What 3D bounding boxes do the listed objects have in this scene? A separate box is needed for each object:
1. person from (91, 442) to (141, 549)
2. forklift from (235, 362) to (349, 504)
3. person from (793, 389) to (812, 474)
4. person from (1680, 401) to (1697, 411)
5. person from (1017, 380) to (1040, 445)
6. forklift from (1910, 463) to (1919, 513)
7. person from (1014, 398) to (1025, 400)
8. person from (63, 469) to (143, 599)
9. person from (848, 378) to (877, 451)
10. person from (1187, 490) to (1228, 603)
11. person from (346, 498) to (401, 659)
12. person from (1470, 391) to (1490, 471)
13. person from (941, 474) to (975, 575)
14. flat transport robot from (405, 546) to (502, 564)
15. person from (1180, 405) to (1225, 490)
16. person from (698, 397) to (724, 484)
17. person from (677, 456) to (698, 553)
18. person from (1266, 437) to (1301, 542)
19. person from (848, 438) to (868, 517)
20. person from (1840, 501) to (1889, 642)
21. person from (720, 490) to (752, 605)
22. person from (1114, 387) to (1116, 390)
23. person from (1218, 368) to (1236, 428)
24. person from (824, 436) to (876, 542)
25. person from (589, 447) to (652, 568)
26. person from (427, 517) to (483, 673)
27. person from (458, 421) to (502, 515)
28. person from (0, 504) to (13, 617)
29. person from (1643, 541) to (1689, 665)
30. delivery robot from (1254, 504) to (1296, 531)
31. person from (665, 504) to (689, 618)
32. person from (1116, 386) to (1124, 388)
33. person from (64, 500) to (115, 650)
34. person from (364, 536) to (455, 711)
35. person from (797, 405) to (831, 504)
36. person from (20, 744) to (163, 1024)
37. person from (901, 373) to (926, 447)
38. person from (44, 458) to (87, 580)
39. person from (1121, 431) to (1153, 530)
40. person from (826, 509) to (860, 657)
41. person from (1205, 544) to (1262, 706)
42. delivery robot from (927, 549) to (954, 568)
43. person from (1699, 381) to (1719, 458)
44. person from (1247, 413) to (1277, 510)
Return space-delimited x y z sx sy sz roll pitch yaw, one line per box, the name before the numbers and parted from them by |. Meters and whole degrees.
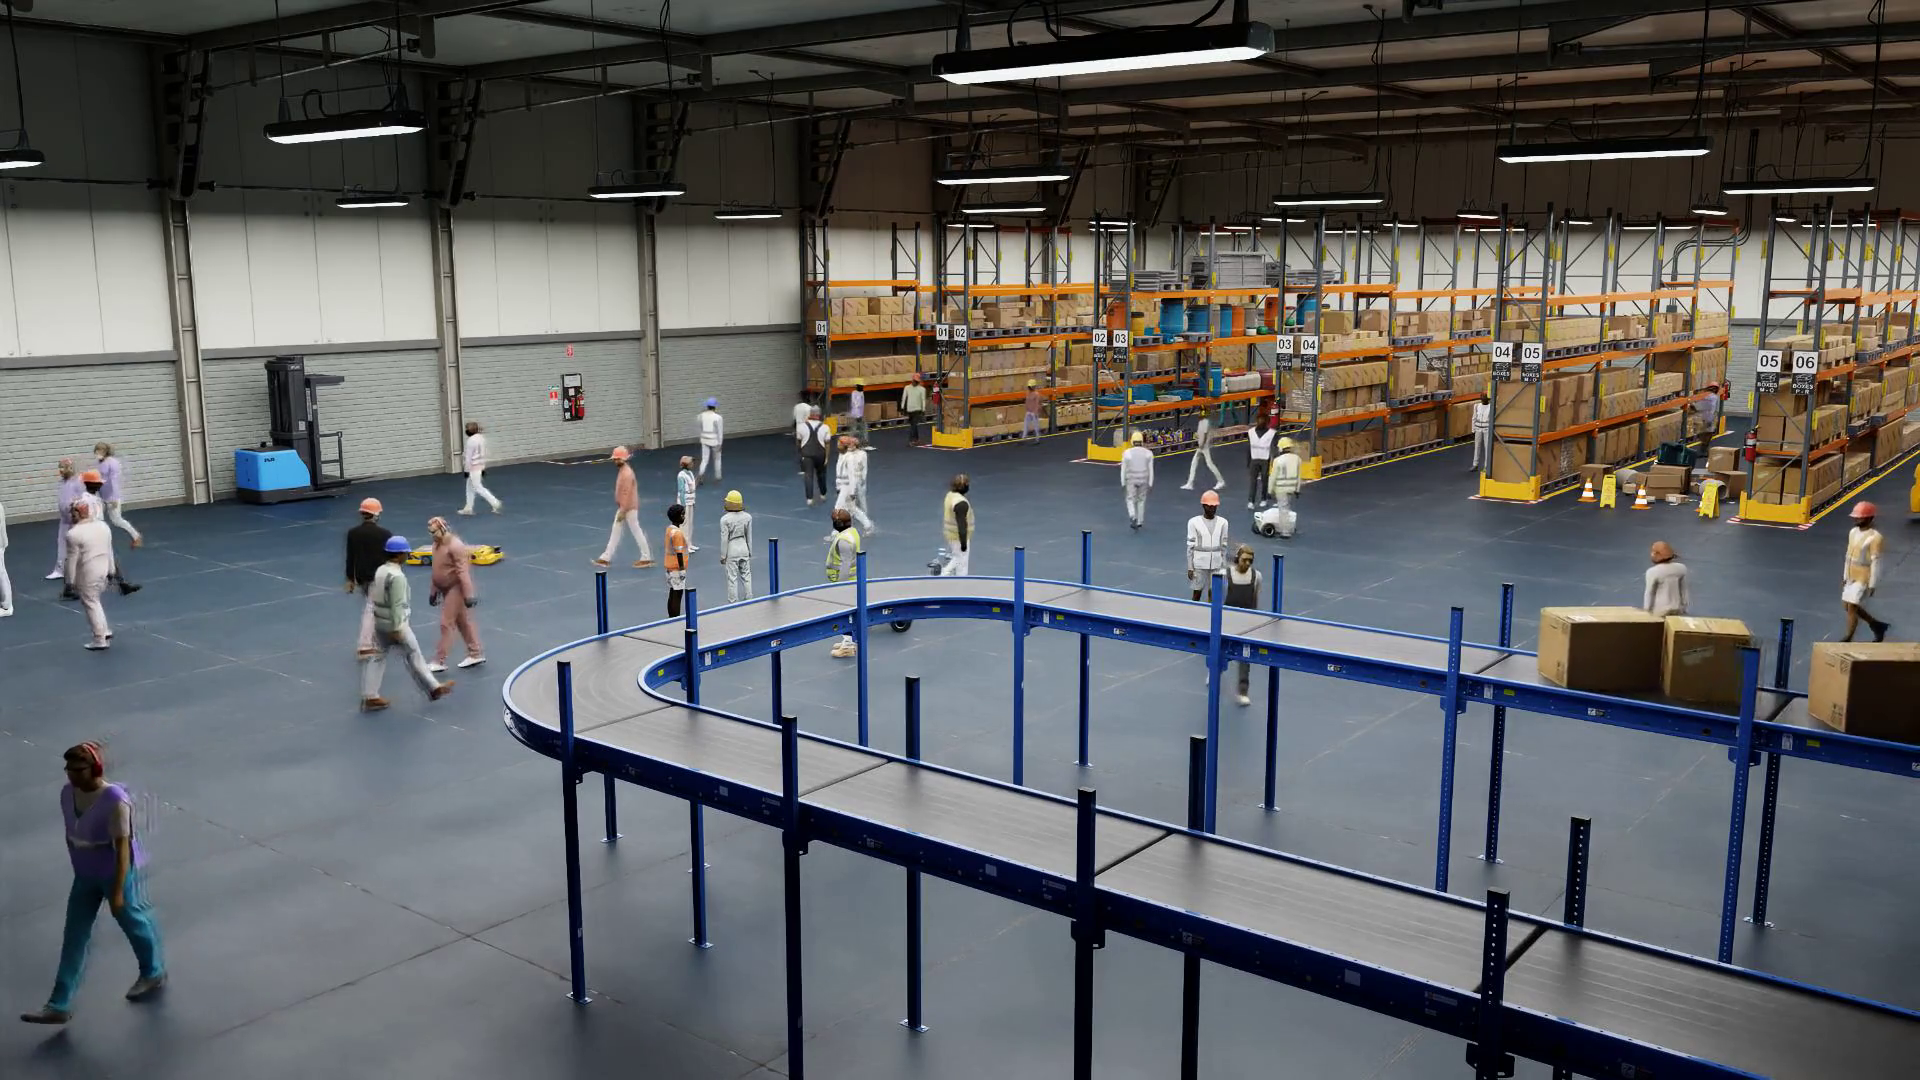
person | -14.146 -0.702 26.040 0.639 1.909 0.858 4 11 24
forklift | -13.803 -2.244 32.110 1.129 2.768 1.873 8 13 37
person | -3.504 -2.509 36.084 0.655 1.942 0.649 -10 14 -44
person | 21.261 -4.239 45.756 1.019 1.970 0.634 2 10 10
person | 1.878 -3.399 41.697 0.746 1.728 0.547 -10 14 -43
forklift | 19.034 -1.348 28.998 2.313 2.155 1.214 8 13 37
person | 1.783 -4.128 45.694 0.590 1.789 0.962 7 12 35
person | -12.542 -0.085 22.671 1.053 1.883 0.551 -2 10 -11
person | -2.528 -3.209 40.203 0.875 1.894 0.609 4 11 24
person | 3.197 0.319 20.201 0.545 1.943 0.347 -2 10 -11
person | -7.249 0.442 19.483 0.612 1.940 1.019 3 11 18
person | 12.185 -2.533 36.411 0.573 1.887 0.355 7 13 36
person | -0.045 -0.045 22.565 0.534 1.829 0.646 -3 10 -15
flat transport robot | -8.274 0.233 25.507 1.431 0.197 0.652 0 10 1
person | 5.260 -1.986 33.526 0.968 1.828 0.532 -3 10 -15
person | -5.461 -2.155 34.185 0.618 1.923 0.760 3 10 15
person | -4.589 -0.604 26.272 0.314 1.632 0.521 2 10 9
person | 5.599 -0.906 27.476 0.621 1.801 0.821 -6 12 -32
person | -1.952 -1.126 29.317 0.513 1.599 0.845 2 10 14
person | 11.269 0.458 19.490 0.735 1.919 0.557 -1 10 -4
person | -3.089 0.181 21.539 0.493 1.743 0.295 -8 13 -40
person | 5.351 -5.241 52.201 0.533 1.692 0.319 7 12 33
person | 7.924 -4.202 46.231 0.549 1.783 0.505 7 12 34
person | -1.925 -0.915 27.421 0.914 1.854 0.568 -3 10 -15
person | -5.377 -0.498 24.777 1.012 1.939 0.637 -5 11 -24
person | -6.127 0.645 18.603 0.893 1.851 0.664 -8 13 -37
person | -9.271 -1.377 30.116 0.830 1.822 0.619 -1 10 -3
person | -13.298 0.118 21.538 0.328 1.872 0.514 -4 11 -24
person | 8.257 0.821 18.299 0.525 1.608 0.412 -2 10 -14
delivery robot | 5.640 -0.393 27.958 0.707 0.478 0.477 -3 11 -14
person | -3.723 0.367 20.625 0.315 1.695 0.541 -4 11 -23
person | 5.206 -4.993 51.050 0.866 1.590 0.525 -7 12 -35
person | -10.987 0.437 19.682 0.524 1.886 0.674 2 10 13
person | -6.108 0.891 17.129 0.991 1.885 0.630 -9 14 -42
person | -2.950 -1.754 31.715 0.686 2.000 1.070 0 10 0
person | -5.579 2.194 10.056 0.594 1.789 0.970 4 11 20
person | -1.207 -3.494 41.700 0.624 1.935 1.040 3 11 17
person | -13.689 -0.352 24.223 0.647 1.865 0.980 5 11 24
person | 3.221 -1.073 28.413 0.597 1.818 0.500 -1 10 -3
person | -1.444 0.518 19.387 0.430 1.838 0.619 1 10 4
person | 3.061 0.874 17.547 0.555 1.794 0.983 0 10 -2
delivery robot | -0.266 0.248 23.630 0.335 0.223 0.698 4 11 23
person | 18.762 -3.015 39.127 0.495 1.887 0.675 0 10 2
person | 5.961 -1.569 30.997 0.612 1.884 0.828 5 11 25
